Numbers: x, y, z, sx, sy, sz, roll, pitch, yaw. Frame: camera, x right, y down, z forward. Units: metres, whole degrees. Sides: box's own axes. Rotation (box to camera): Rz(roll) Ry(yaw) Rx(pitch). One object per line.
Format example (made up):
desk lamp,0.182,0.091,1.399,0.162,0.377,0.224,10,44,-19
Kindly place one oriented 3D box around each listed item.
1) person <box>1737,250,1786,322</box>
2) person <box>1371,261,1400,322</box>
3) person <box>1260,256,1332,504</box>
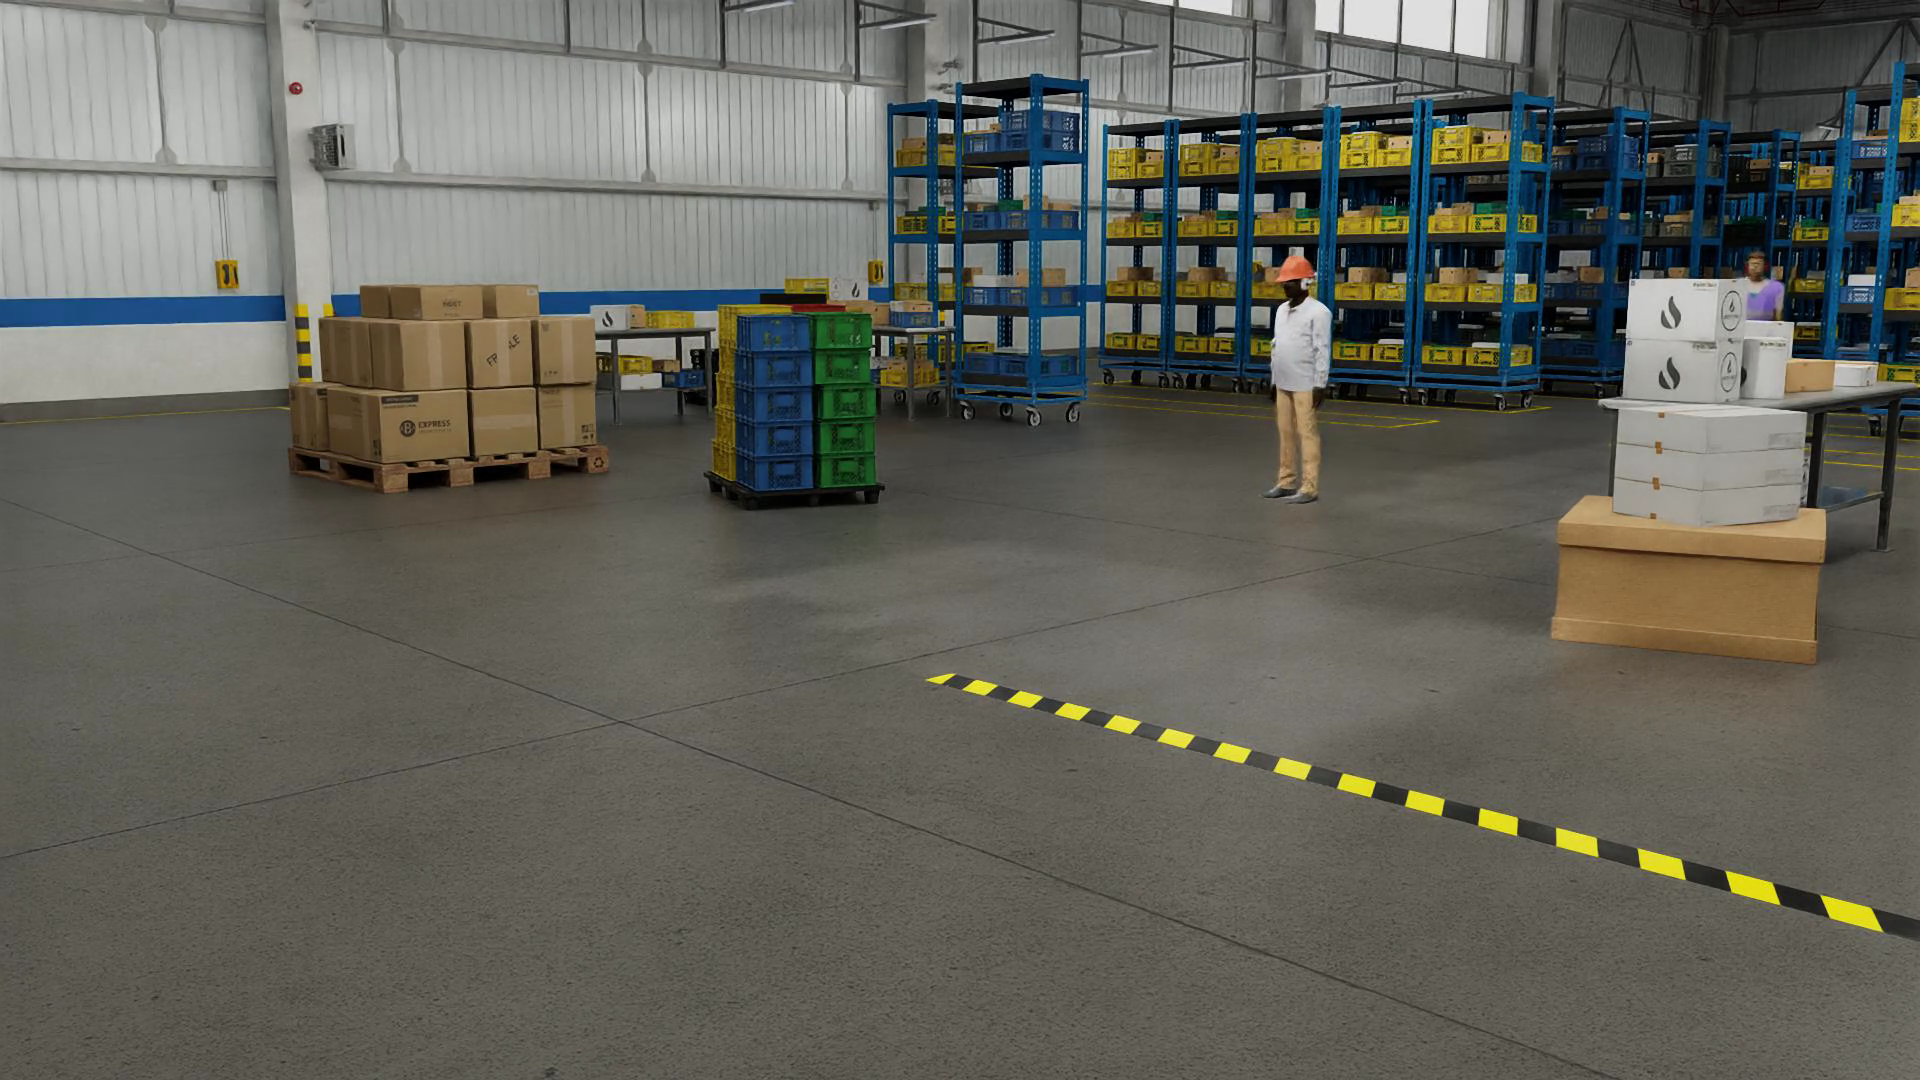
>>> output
person,8.156,-2.057,17.138,0.588,1.820,0.688,5,11,28
person,8.093,-4.452,31.666,0.606,1.792,0.914,7,12,35
person,2.372,-1.129,11.792,0.346,1.746,0.573,-5,11,-26
